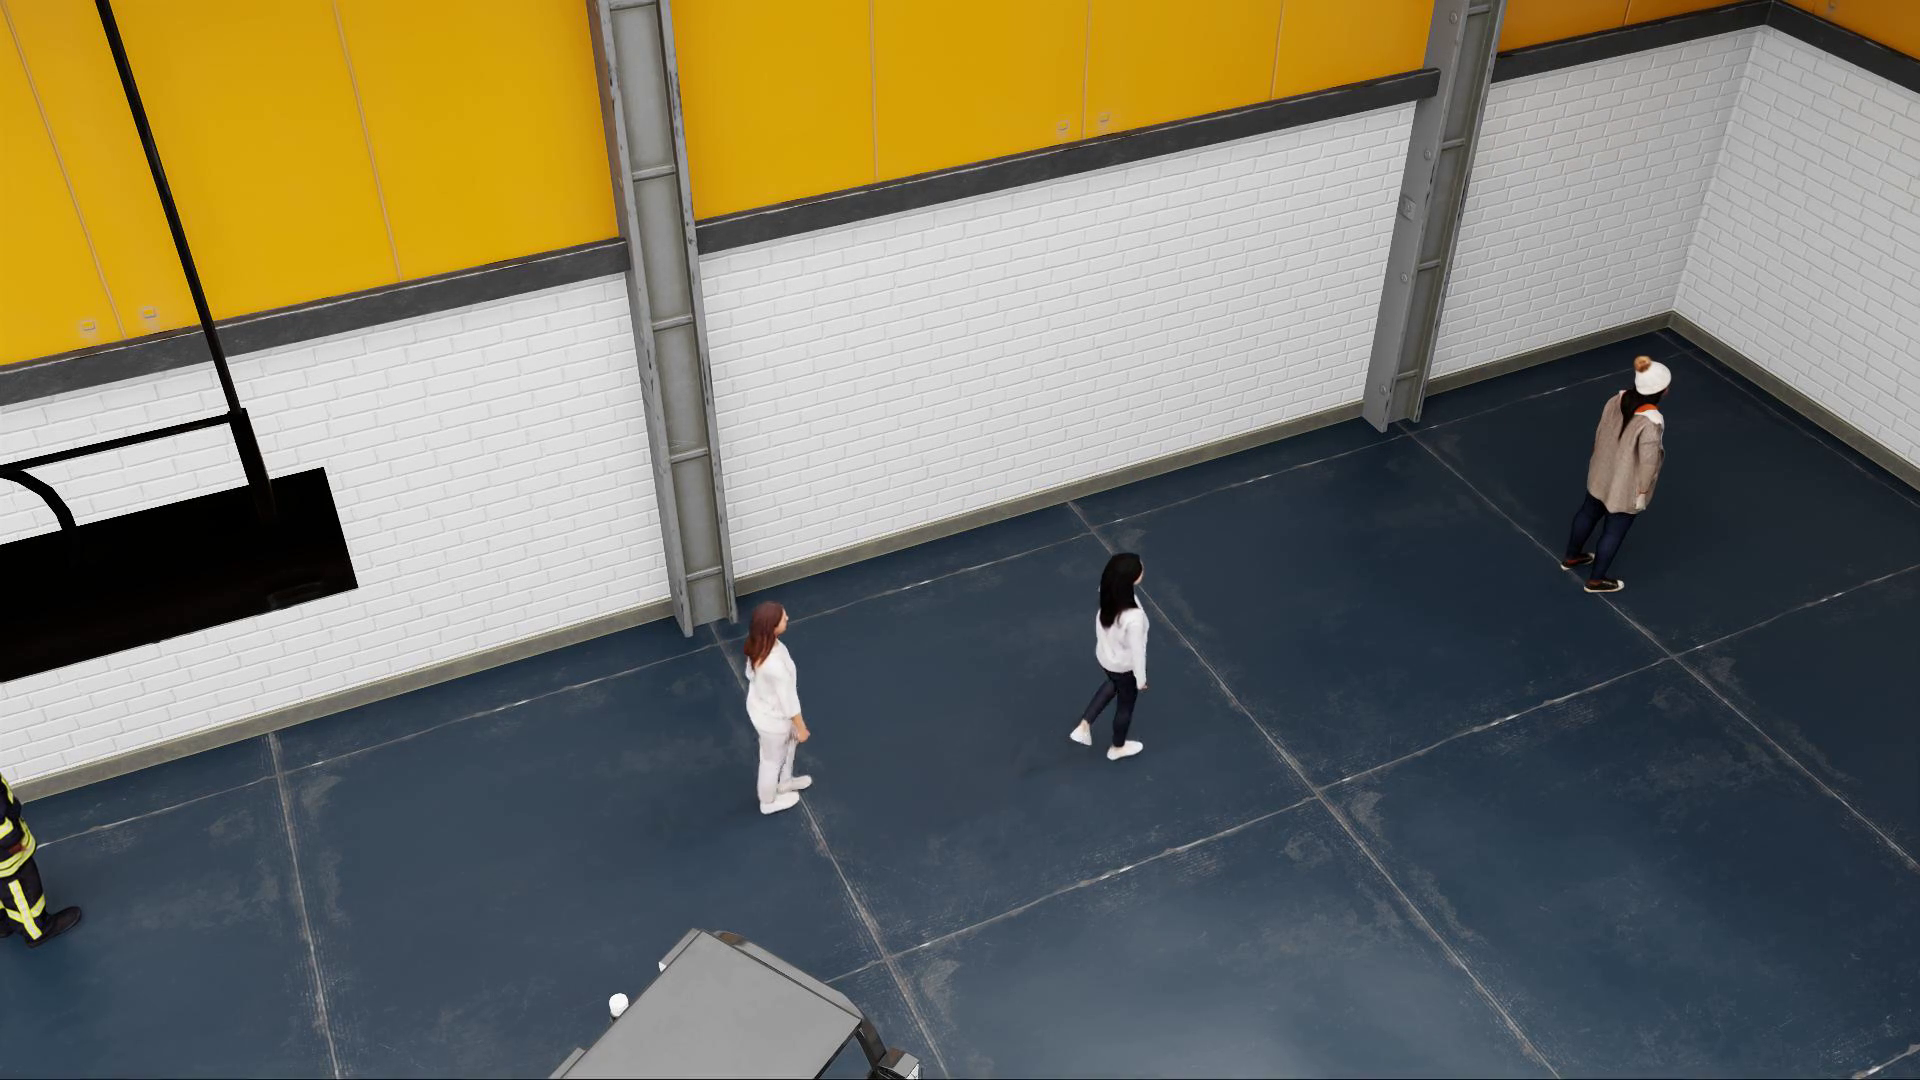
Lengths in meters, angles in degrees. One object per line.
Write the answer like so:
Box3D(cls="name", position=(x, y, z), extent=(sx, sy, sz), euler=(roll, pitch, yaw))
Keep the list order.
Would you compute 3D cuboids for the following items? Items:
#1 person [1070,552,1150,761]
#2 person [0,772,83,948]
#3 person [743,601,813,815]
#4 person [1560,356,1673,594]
Box3D(cls="person", position=(0.923, 0.757, 10.359), extent=(0.703, 1.691, 0.634), euler=(-17, 42, -21))
Box3D(cls="person", position=(-5.476, 1.558, 9.252), extent=(0.862, 1.820, 0.891), euler=(18, 42, 21))
Box3D(cls="person", position=(-1.192, 1.048, 10.003), extent=(0.603, 1.680, 0.622), euler=(-17, 42, -20))
Box3D(cls="person", position=(4.648, -0.482, 11.747), extent=(0.680, 1.895, 0.718), euler=(-12, 40, -15))
